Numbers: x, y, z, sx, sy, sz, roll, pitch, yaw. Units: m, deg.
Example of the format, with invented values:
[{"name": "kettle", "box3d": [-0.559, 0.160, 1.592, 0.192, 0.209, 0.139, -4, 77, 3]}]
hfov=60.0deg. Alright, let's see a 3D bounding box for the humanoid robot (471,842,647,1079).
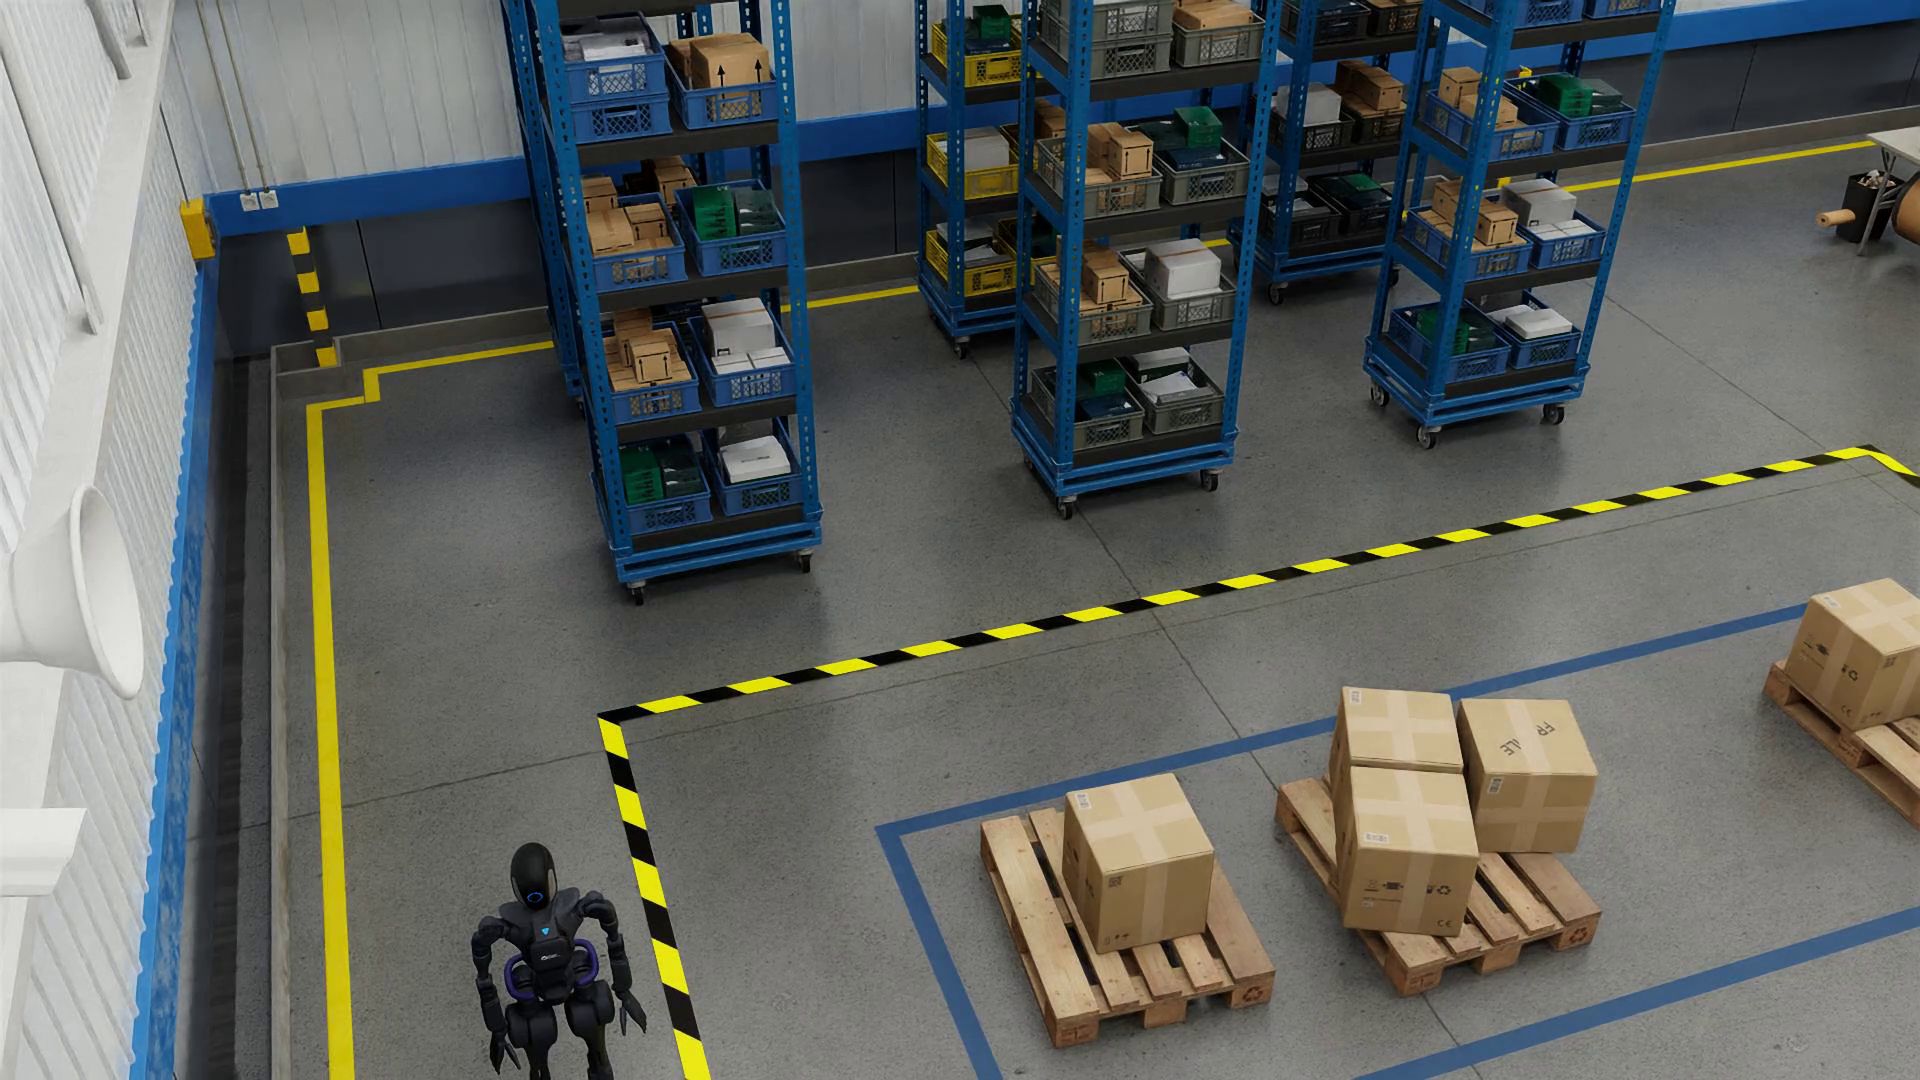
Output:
[{"name": "humanoid robot", "box3d": [-1.511, 1.766, 6.317, 0.599, 1.657, 0.315, -12, 37, -17]}]
